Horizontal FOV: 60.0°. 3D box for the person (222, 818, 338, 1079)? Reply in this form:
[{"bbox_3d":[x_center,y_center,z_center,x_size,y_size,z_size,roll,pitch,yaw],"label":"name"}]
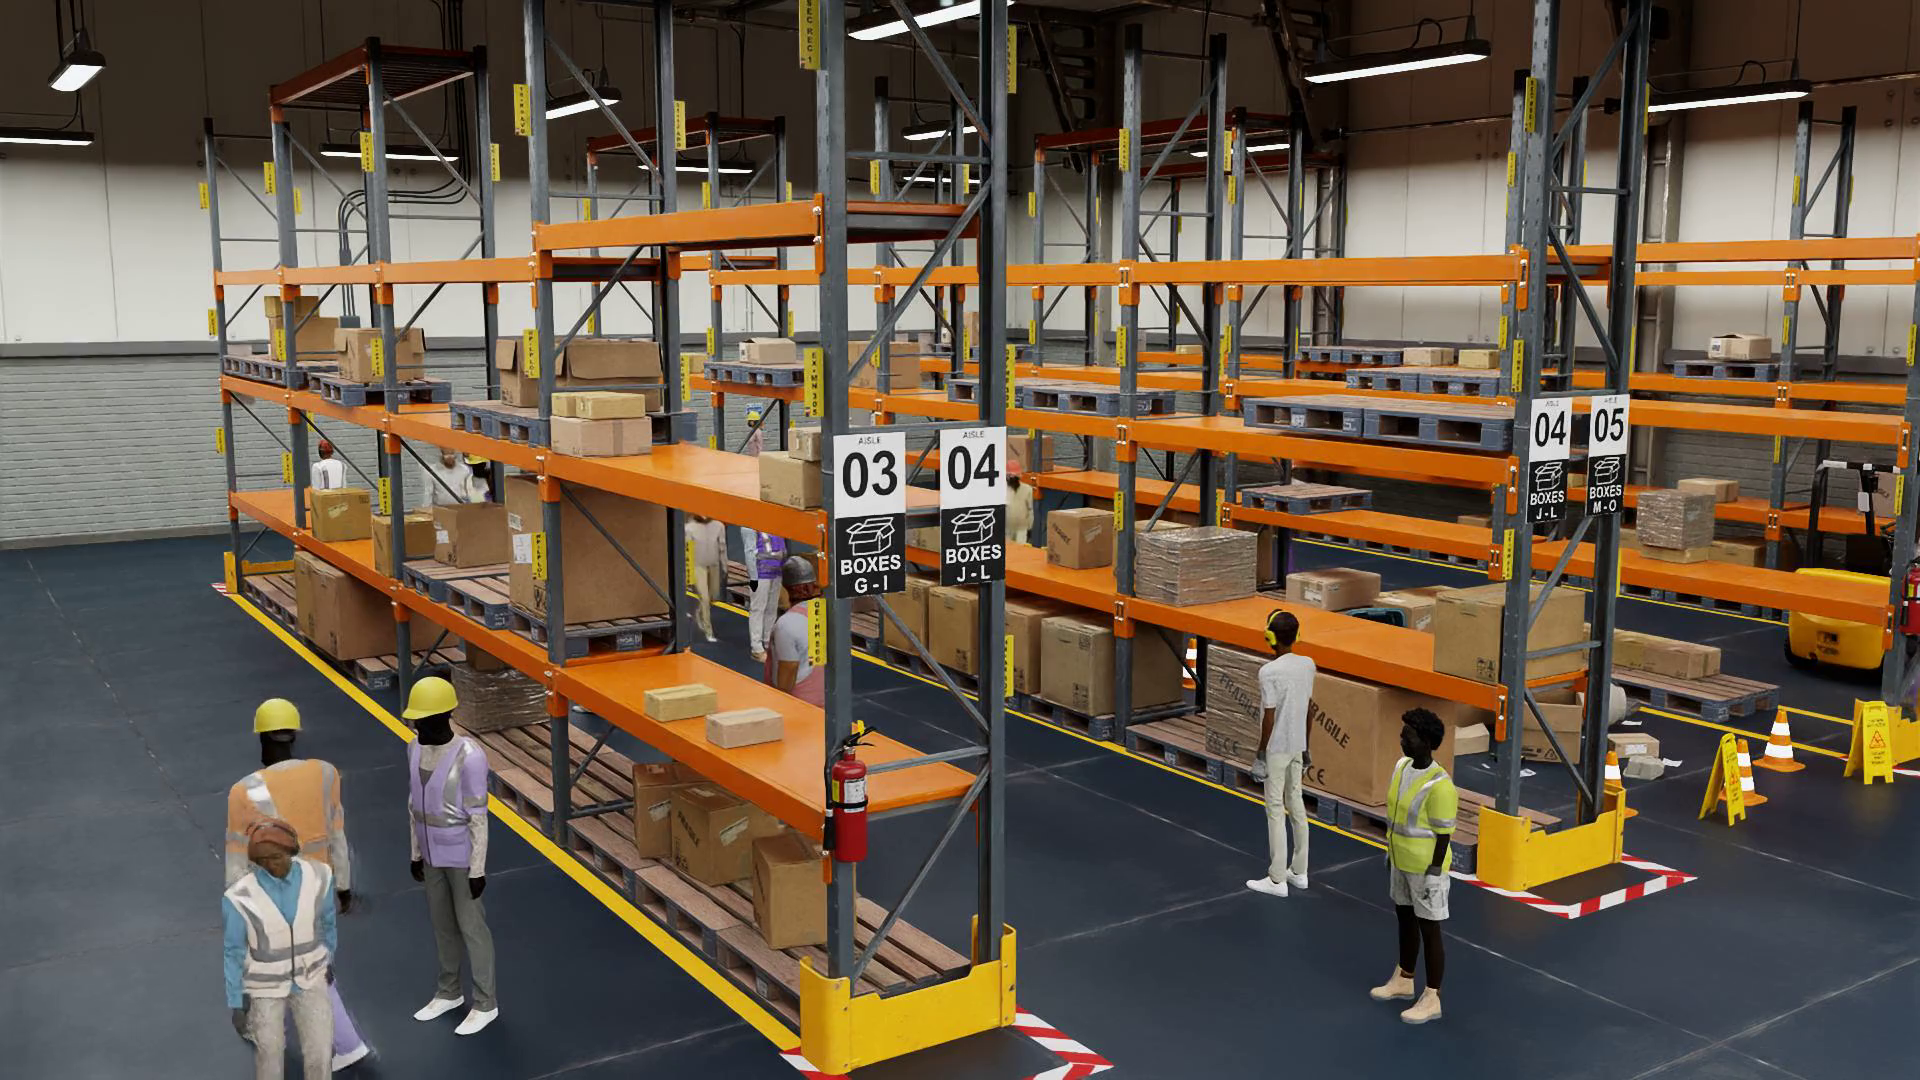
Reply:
[{"bbox_3d":[-3.033,2.000,7.456,0.532,1.608,0.614,-7,11,-38],"label":"person"}]

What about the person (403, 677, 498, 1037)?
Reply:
[{"bbox_3d":[-2.714,1.653,8.783,0.585,1.918,0.410,6,10,34],"label":"person"}]

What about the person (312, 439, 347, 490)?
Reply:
[{"bbox_3d":[-8.703,-0.456,22.968,0.347,1.878,0.579,4,9,25],"label":"person"}]

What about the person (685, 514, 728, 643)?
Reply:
[{"bbox_3d":[-2.876,0.314,18.685,0.509,1.610,0.629,-5,10,-32],"label":"person"}]

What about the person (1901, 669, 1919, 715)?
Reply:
[{"bbox_3d":[8.910,0.747,15.188,0.491,1.810,0.572,8,12,42],"label":"person"}]

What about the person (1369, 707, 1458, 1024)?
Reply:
[{"bbox_3d":[2.457,1.734,8.957,0.318,1.697,0.535,-2,9,-16],"label":"person"}]

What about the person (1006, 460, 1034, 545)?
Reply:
[{"bbox_3d":[0.681,-0.197,21.696,0.570,1.735,0.582,-2,9,-15],"label":"person"}]

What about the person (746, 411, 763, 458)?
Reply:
[{"bbox_3d":[-3.652,-1.414,29.684,0.320,1.769,0.523,-3,9,-20],"label":"person"}]

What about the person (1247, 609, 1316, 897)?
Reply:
[{"bbox_3d":[2.087,1.374,10.794,0.534,1.864,0.310,-7,11,-39],"label":"person"}]

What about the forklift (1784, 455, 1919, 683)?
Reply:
[{"bbox_3d":[9.643,0.253,17.172,2.313,2.155,1.214,-6,10,-33],"label":"forklift"}]

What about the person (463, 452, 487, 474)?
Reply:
[{"bbox_3d":[-7.166,-0.563,24.460,0.499,1.633,0.279,3,9,20],"label":"person"}]

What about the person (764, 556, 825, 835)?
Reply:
[{"bbox_3d":[-1.150,1.116,11.934,0.536,2.000,0.680,5,10,32],"label":"person"}]

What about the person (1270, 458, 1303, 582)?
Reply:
[{"bbox_3d":[4.246,-0.240,21.992,0.576,1.730,0.622,-6,10,-35],"label":"person"}]

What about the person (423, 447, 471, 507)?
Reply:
[{"bbox_3d":[-6.951,-0.396,22.580,0.658,1.876,0.935,-4,10,-27],"label":"person"}]

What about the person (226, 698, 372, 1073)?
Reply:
[{"bbox_3d":[-3.353,1.741,8.381,0.972,1.869,0.610,5,10,30],"label":"person"}]

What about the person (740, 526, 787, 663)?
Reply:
[{"bbox_3d":[-2.044,0.361,17.614,0.429,1.846,0.627,4,9,25],"label":"person"}]
